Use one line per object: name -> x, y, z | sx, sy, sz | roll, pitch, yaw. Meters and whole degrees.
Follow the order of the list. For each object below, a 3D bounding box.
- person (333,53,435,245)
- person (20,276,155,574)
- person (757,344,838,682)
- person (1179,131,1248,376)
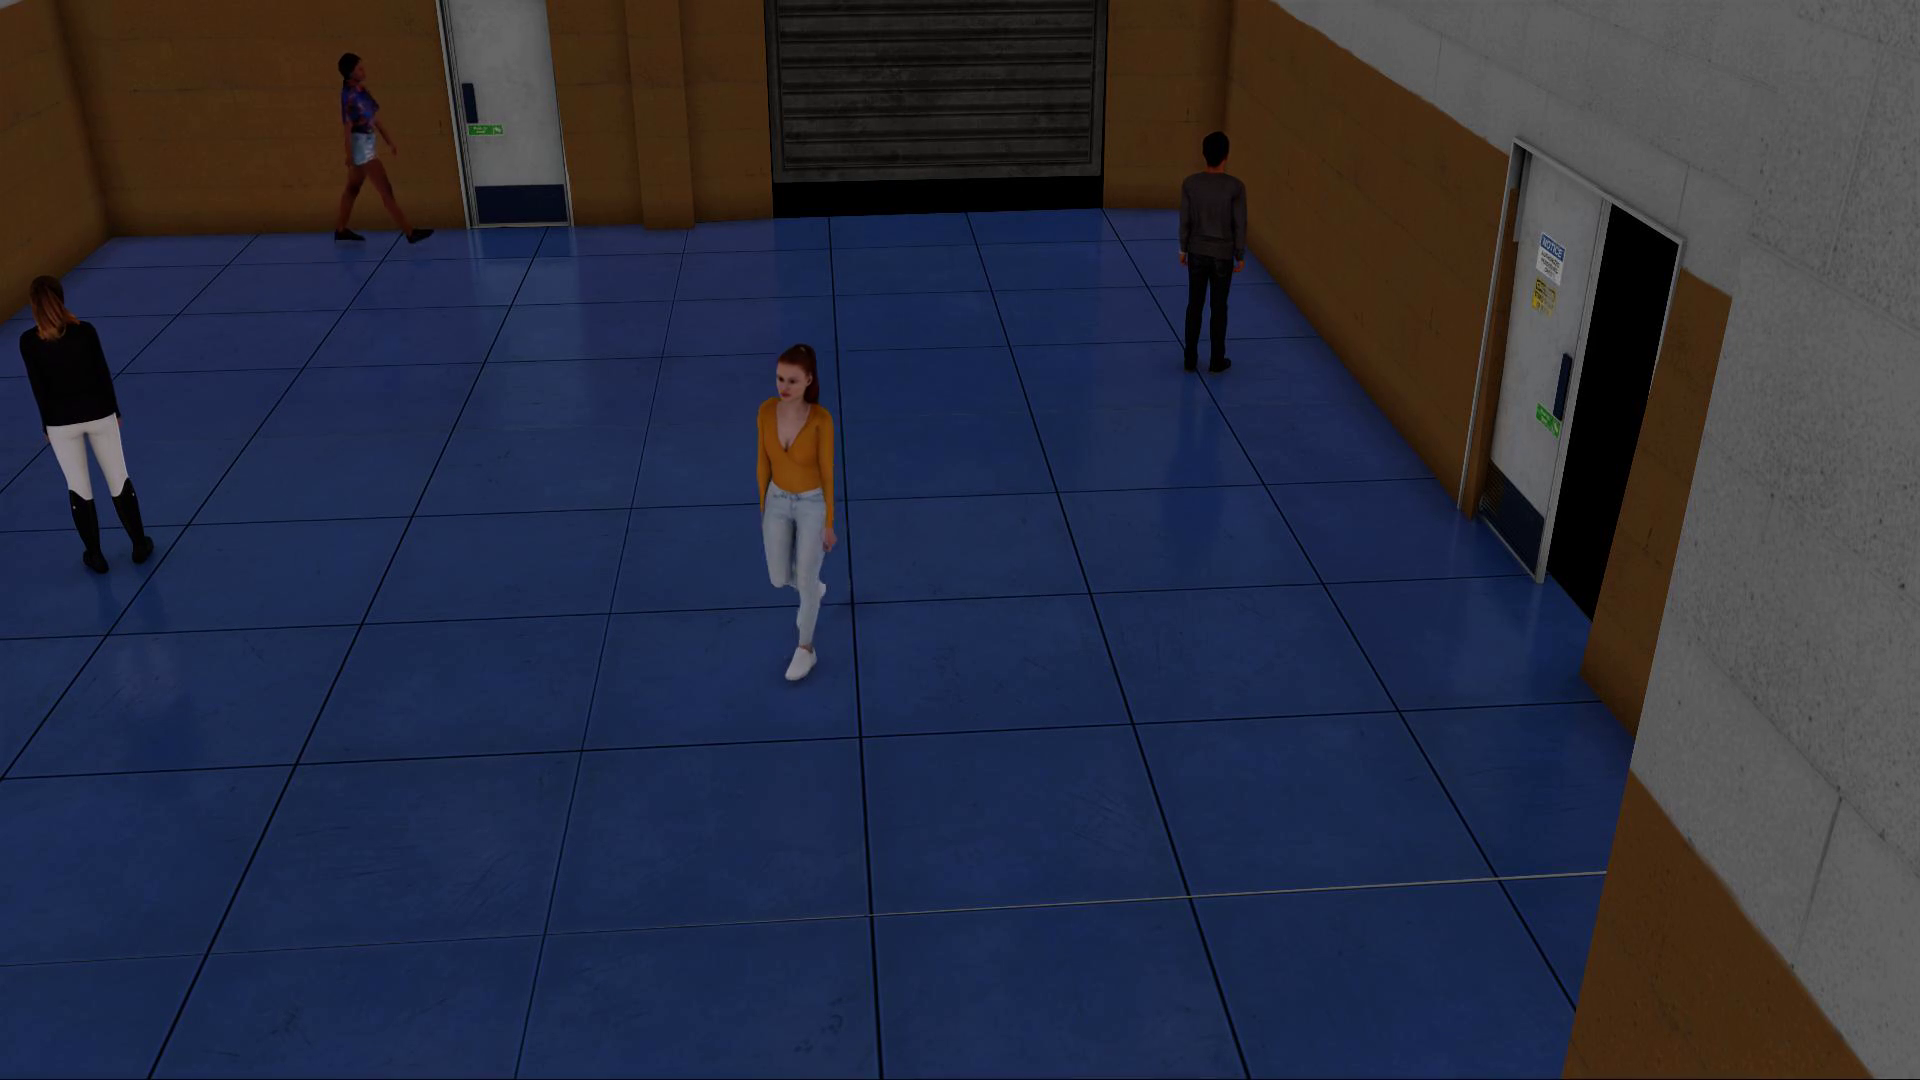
person -> -5.408, -3.428, 14.817 | 1.197, 1.688, 0.668 | 0, 27, 0
person -> -4.887, -0.640, 9.256 | 0.618, 1.729, 0.712 | -15, 30, -27
person -> -0.774, -0.168, 8.332 | 0.872, 1.740, 0.825 | 8, 28, 15
person -> 1.808, -2.065, 12.041 | 0.618, 1.769, 0.770 | 21, 34, 35
